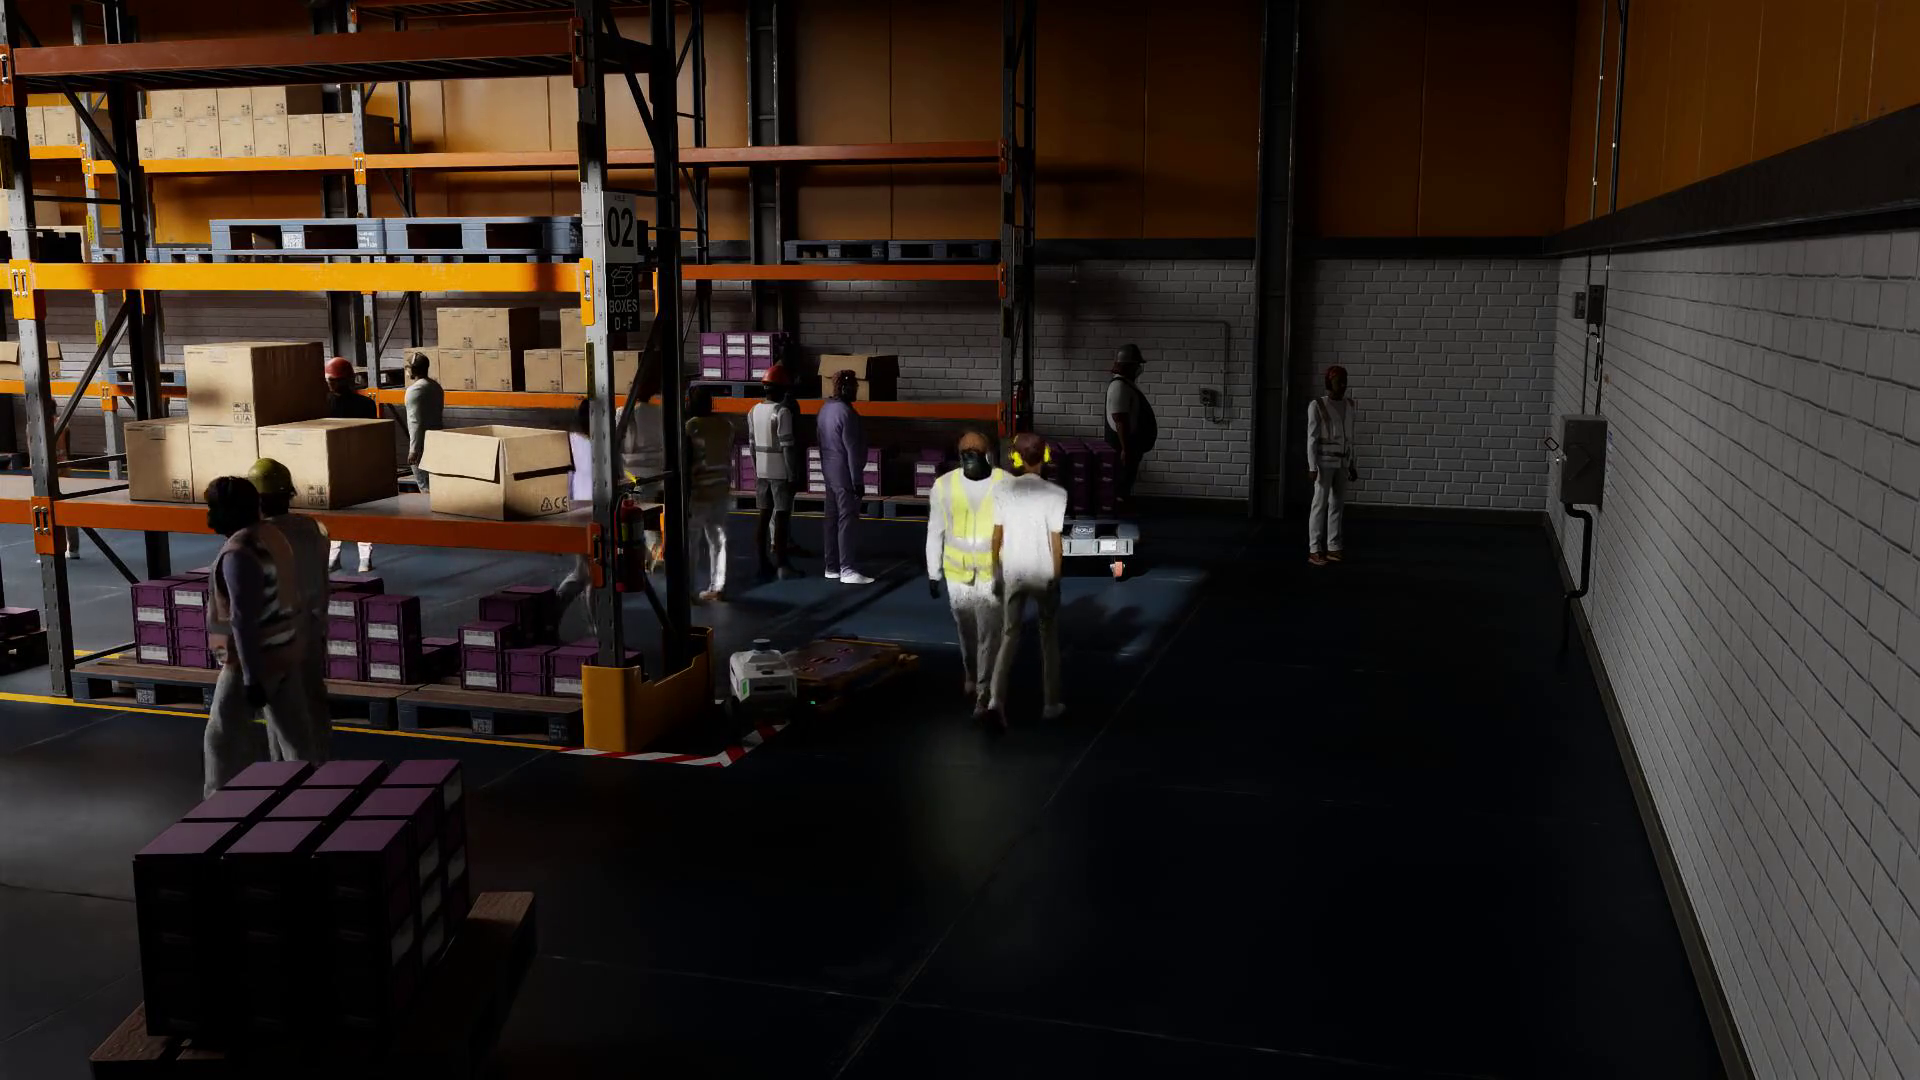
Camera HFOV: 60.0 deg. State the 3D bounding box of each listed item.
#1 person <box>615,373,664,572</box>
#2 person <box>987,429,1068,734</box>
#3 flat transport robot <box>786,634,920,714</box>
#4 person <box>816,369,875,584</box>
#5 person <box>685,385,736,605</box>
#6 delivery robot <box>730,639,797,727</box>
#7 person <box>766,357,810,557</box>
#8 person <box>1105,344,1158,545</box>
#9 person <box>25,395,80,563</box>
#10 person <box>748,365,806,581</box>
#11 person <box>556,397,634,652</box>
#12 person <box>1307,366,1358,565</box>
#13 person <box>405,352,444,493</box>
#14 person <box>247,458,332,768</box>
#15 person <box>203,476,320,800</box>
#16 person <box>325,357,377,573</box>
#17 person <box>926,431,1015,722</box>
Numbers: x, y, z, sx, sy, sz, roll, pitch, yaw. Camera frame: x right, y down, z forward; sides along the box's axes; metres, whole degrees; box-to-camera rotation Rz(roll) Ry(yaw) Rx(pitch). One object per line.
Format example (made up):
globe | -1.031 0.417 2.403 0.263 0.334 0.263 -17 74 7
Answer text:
person | -2.855 -0.599 15.170 0.592 1.863 0.731 -7 12 -38
person | 0.386 0.247 10.104 0.520 1.836 0.816 2 10 15
flat transport robot | -0.868 0.872 11.045 0.652 0.197 1.431 4 10 24
person | -1.014 -0.562 14.807 0.409 1.907 0.651 -6 11 -31
person | -2.147 -0.375 13.883 0.467 1.834 0.644 8 12 39
delivery robot | -1.196 0.842 10.075 0.477 0.478 0.707 -2 10 -13
person | -1.697 -0.802 16.179 0.367 1.939 0.635 -3 10 -19
person | 1.740 -0.980 16.951 0.538 2.000 0.685 1 9 6
person | -8.640 -0.593 15.813 0.312 1.639 0.520 2 9 11
person | -1.652 -0.601 14.969 0.543 1.933 0.369 8 13 42
person | -2.790 -0.118 12.152 0.928 1.899 0.638 5 10 27
person | 3.532 -0.707 15.764 0.584 1.882 0.345 -6 11 -31
person | -5.509 -0.962 17.150 0.359 1.938 0.632 1 9 8
person | -3.524 0.487 8.636 0.404 1.835 0.588 4 10 24
person | -3.508 0.595 8.054 0.813 1.808 0.629 0 9 -2
person | -5.656 -0.687 15.315 0.613 1.991 0.391 -1 9 -5
person | 0.107 0.193 10.649 0.645 1.797 1.011 1 9 8
